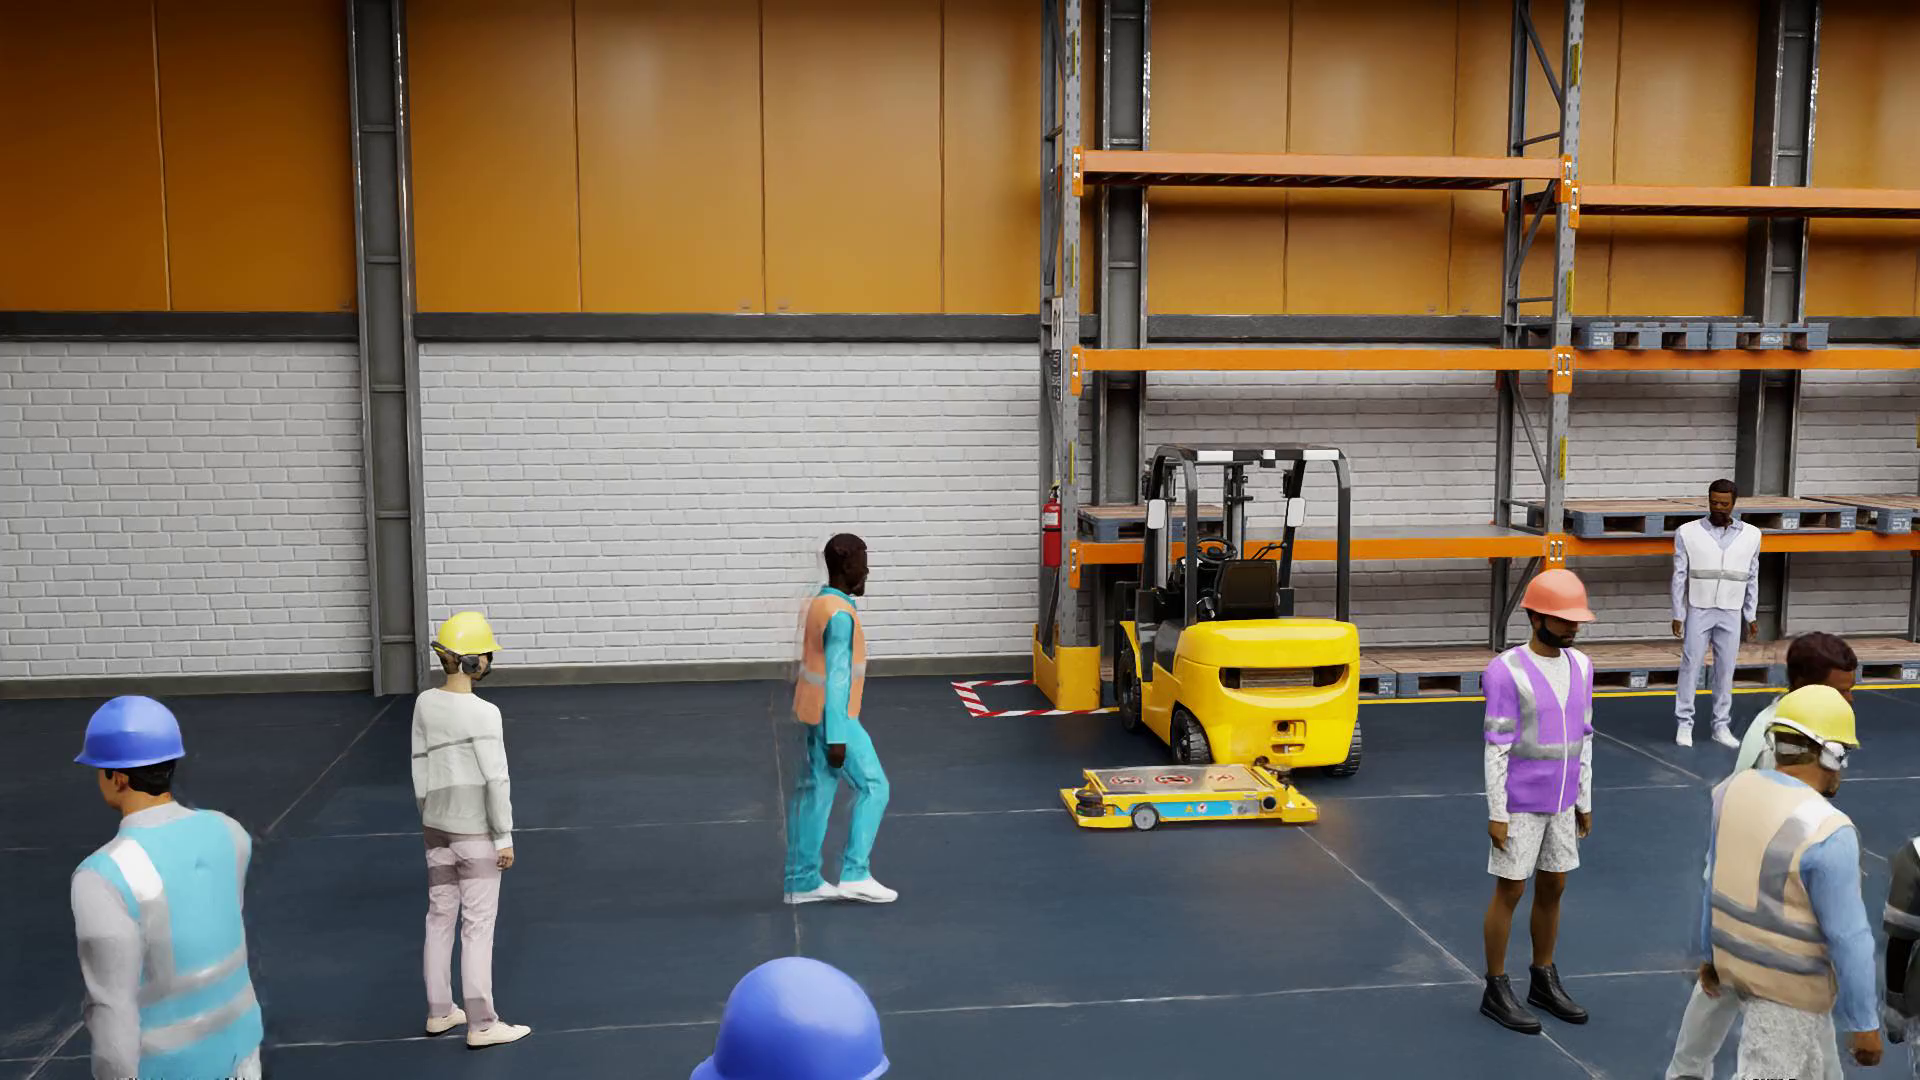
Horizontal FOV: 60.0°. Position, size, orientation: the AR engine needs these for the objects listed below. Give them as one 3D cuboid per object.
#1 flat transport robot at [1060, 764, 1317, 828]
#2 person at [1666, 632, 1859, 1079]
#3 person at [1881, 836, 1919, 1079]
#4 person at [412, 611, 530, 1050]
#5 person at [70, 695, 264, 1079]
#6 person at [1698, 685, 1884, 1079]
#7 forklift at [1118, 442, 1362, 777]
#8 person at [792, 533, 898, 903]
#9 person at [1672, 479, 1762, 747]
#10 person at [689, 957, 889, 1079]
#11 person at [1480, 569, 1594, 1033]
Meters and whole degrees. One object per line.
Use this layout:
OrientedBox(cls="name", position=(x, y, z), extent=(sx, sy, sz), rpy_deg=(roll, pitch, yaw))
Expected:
OrientedBox(cls="flat transport robot", position=(1.365, 1.536, 10.050), extent=(1.431, 0.197, 0.652), rpy_deg=(-1, 7, -6))
OrientedBox(cls="person", position=(2.922, 1.230, 5.801), extent=(0.889, 1.858, 0.704), rpy_deg=(3, 7, 25))
OrientedBox(cls="person", position=(3.038, 1.432, 4.858), extent=(0.540, 1.670, 0.725), rpy_deg=(1, 7, 5))
OrientedBox(cls="person", position=(-2.001, 1.169, 6.778), extent=(0.533, 1.767, 0.322), rpy_deg=(5, 8, 36))
OrientedBox(cls="person", position=(-2.153, 1.362, 4.464), extent=(0.974, 1.901, 0.646), rpy_deg=(2, 7, 17))
OrientedBox(cls="person", position=(2.636, 1.340, 5.131), extent=(0.773, 1.793, 0.631), rpy_deg=(-1, 7, -4))
OrientedBox(cls="forklift", position=(1.912, 0.418, 11.496), extent=(1.214, 2.155, 2.313), rpy_deg=(-1, 7, -8))
OrientedBox(cls="person", position=(-0.562, 0.910, 8.454), extent=(0.677, 1.893, 0.618), rpy_deg=(-2, 7, -14))
OrientedBox(cls="person", position=(5.375, 0.515, 11.854), extent=(0.590, 1.916, 0.389), rpy_deg=(1, 7, 8))
OrientedBox(cls="person", position=(-0.193, 1.574, 2.495), extent=(0.421, 1.939, 0.616), rpy_deg=(3, 7, 24))
OrientedBox(cls="person", position=(2.421, 1.074, 6.908), extent=(0.544, 1.930, 0.388), rpy_deg=(-3, 7, -24))
